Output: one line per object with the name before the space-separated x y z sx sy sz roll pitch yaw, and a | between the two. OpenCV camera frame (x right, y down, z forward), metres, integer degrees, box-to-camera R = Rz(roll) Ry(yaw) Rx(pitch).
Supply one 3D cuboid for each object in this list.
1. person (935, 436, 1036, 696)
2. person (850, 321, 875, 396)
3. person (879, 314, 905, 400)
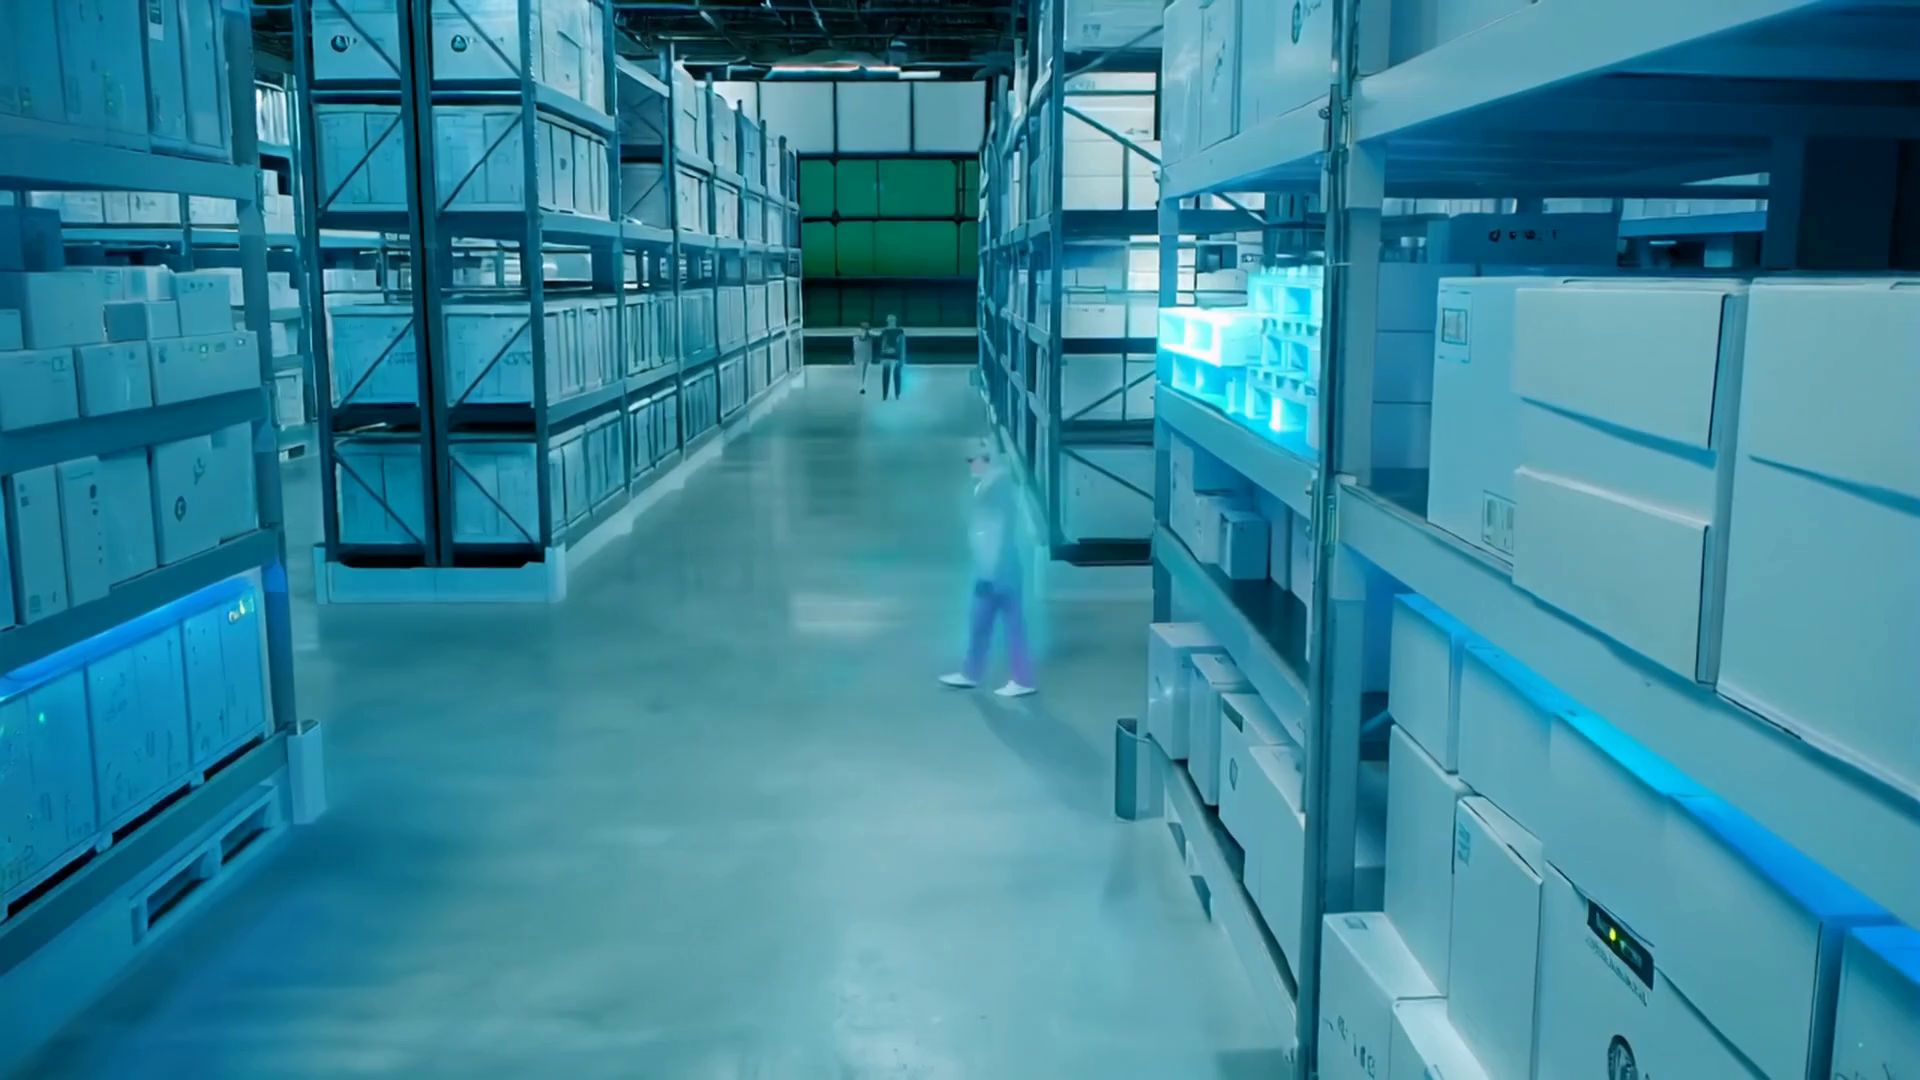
person | 0.179 0.198 11.774 0.823 1.868 0.651 -1 9 -7
person | -2.330 -4.374 40.005 0.590 1.796 0.683 2 9 9
person | -1.576 -4.214 38.432 0.611 1.985 0.394 0 9 0
